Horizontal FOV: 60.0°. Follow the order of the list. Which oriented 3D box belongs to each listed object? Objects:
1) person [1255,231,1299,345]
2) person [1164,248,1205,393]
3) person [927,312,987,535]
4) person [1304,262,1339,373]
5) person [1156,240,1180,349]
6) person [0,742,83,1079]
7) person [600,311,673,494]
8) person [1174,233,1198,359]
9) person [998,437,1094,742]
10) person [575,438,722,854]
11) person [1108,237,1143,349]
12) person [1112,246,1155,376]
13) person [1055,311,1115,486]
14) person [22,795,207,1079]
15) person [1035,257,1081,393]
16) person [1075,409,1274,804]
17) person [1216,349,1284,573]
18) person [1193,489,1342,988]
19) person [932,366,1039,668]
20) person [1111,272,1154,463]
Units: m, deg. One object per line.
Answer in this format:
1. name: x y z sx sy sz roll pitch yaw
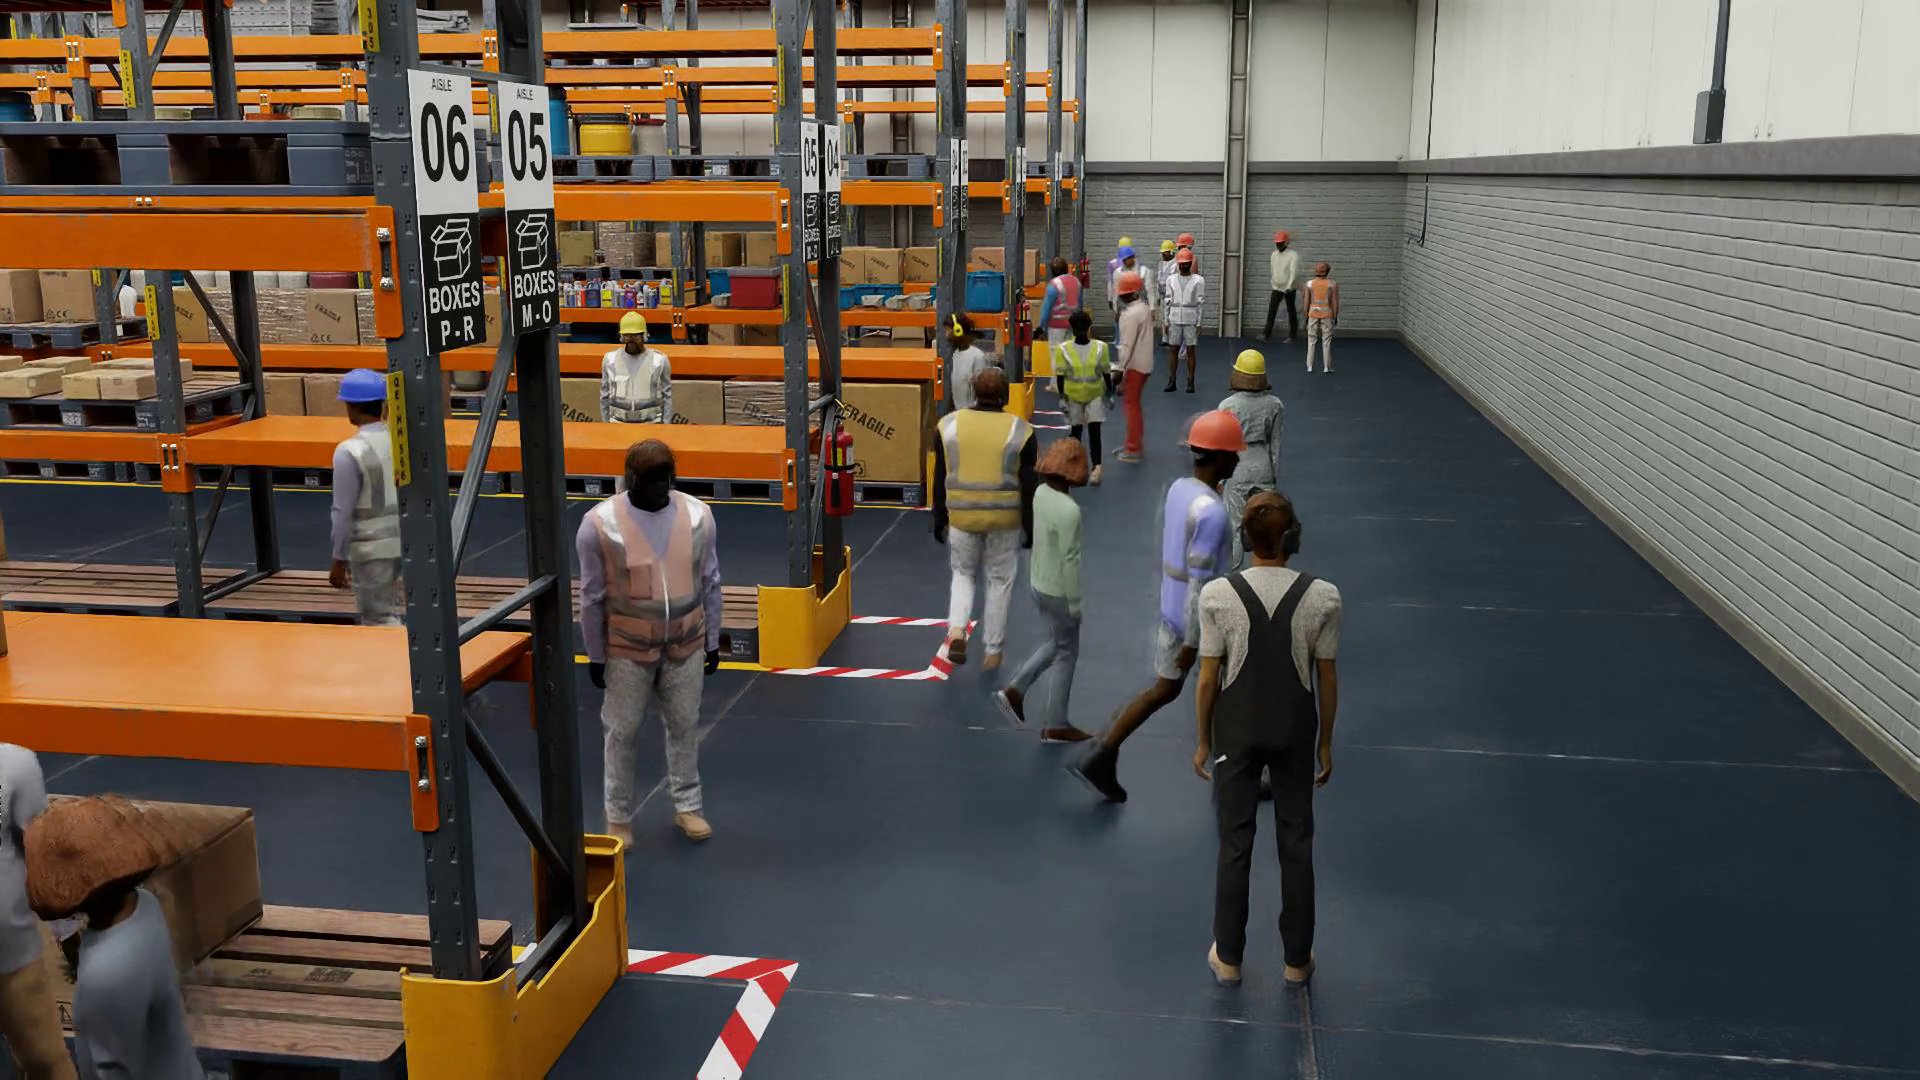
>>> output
1. person: 5.513 -4.314 28.561 1.011 1.936 0.624 -12 17 -42
2. person: 3.015 -2.954 22.441 0.545 1.938 0.361 4 13 19
3. person: 0.095 -0.964 13.752 0.798 1.825 0.603 -6 14 -25
4. person: 5.342 -3.285 24.619 0.514 1.639 0.310 6 14 24
5. person: 3.531 -4.142 28.085 0.404 1.820 0.597 -9 15 -35
6. person: -2.693 1.140 4.502 0.603 1.704 0.409 -11 17 -40
7. person: -2.654 -0.954 13.651 0.588 1.835 0.403 -1 13 -5
8. person: 3.597 -3.885 26.545 0.406 1.986 0.612 -1 13 -6
9. person: 0.483 0.267 8.613 0.429 1.618 0.522 -4 13 -17
10. person: -1.341 0.460 7.287 0.622 1.835 0.430 -6 14 -26
11. person: 2.746 -4.082 27.640 0.595 1.898 0.914 1 13 4
12. person: 2.521 -3.333 24.289 0.671 1.873 0.949 4 13 17
13. person: 1.194 -1.385 15.996 0.588 1.653 0.731 -1 13 -3
14. person: -1.803 1.343 3.850 0.787 1.592 0.512 -6 14 -25
15. person: 1.336 -2.903 22.469 0.498 1.828 0.635 10 16 38
16. person: 1.025 0.338 7.706 0.925 1.902 0.534 -4 13 -16
17. person: 2.002 -0.456 11.606 0.487 1.746 0.288 -3 13 -15
18. person: 1.101 0.730 6.030 0.506 1.843 0.350 2 13 8
19. person: 0.152 -0.111 9.856 0.651 1.829 0.502 2 13 10
20. person: 1.767 -1.772 17.084 0.471 1.955 0.667 4 13 16
